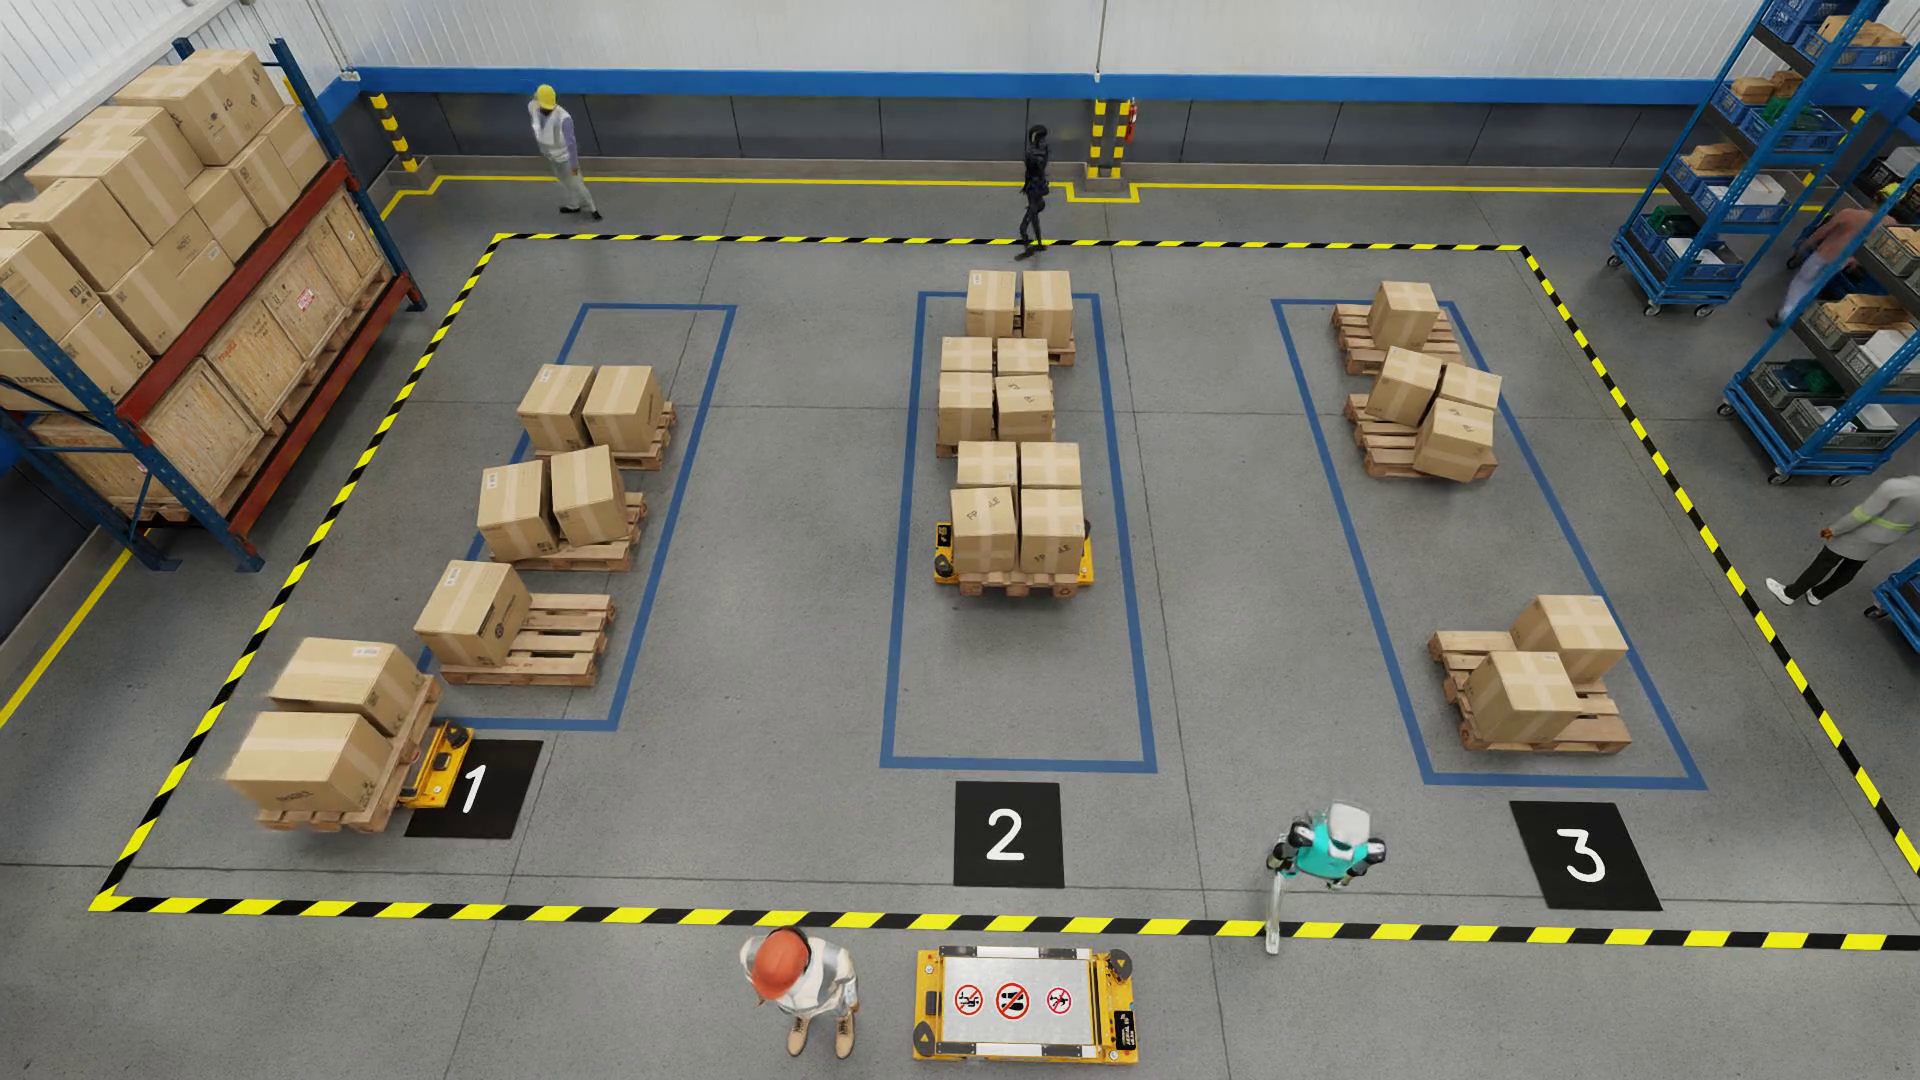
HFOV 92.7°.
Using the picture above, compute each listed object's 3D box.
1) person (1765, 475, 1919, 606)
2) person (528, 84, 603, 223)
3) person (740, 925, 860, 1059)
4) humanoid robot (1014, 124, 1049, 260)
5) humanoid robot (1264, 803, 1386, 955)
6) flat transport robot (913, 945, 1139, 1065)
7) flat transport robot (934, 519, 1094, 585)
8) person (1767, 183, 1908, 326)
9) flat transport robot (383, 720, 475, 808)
[{"bbox_3d":[7.478,-0.098,7.547,0.586,1.848,0.393,3,51,3],"label":"person"},{"bbox_3d":[-5.025,-4.826,11.449,0.701,1.780,0.407,21,54,16],"label":"person"},{"bbox_3d":[-0.877,2.606,5.224,0.613,2.031,0.394,4,51,3],"label":"person"},{"bbox_3d":[0.883,-4.166,10.974,0.453,1.644,0.599,-7,51,-6],"label":"humanoid robot"},{"bbox_3d":[2.268,1.954,5.983,0.538,1.768,1.038,11,52,9],"label":"humanoid robot"},{"bbox_3d":[0.422,3.041,6.007,1.431,0.231,0.659,1,51,1],"label":"flat transport robot"},{"bbox_3d":[0.490,0.087,8.397,1.431,0.197,0.652,1,51,1],"label":"flat transport robot"},{"bbox_3d":[9.581,-3.119,10.084,0.571,1.736,0.571,20,54,16],"label":"person"},{"bbox_3d":[-4.599,1.710,7.074,1.431,0.197,0.652,1,51,1],"label":"flat transport robot"}]
